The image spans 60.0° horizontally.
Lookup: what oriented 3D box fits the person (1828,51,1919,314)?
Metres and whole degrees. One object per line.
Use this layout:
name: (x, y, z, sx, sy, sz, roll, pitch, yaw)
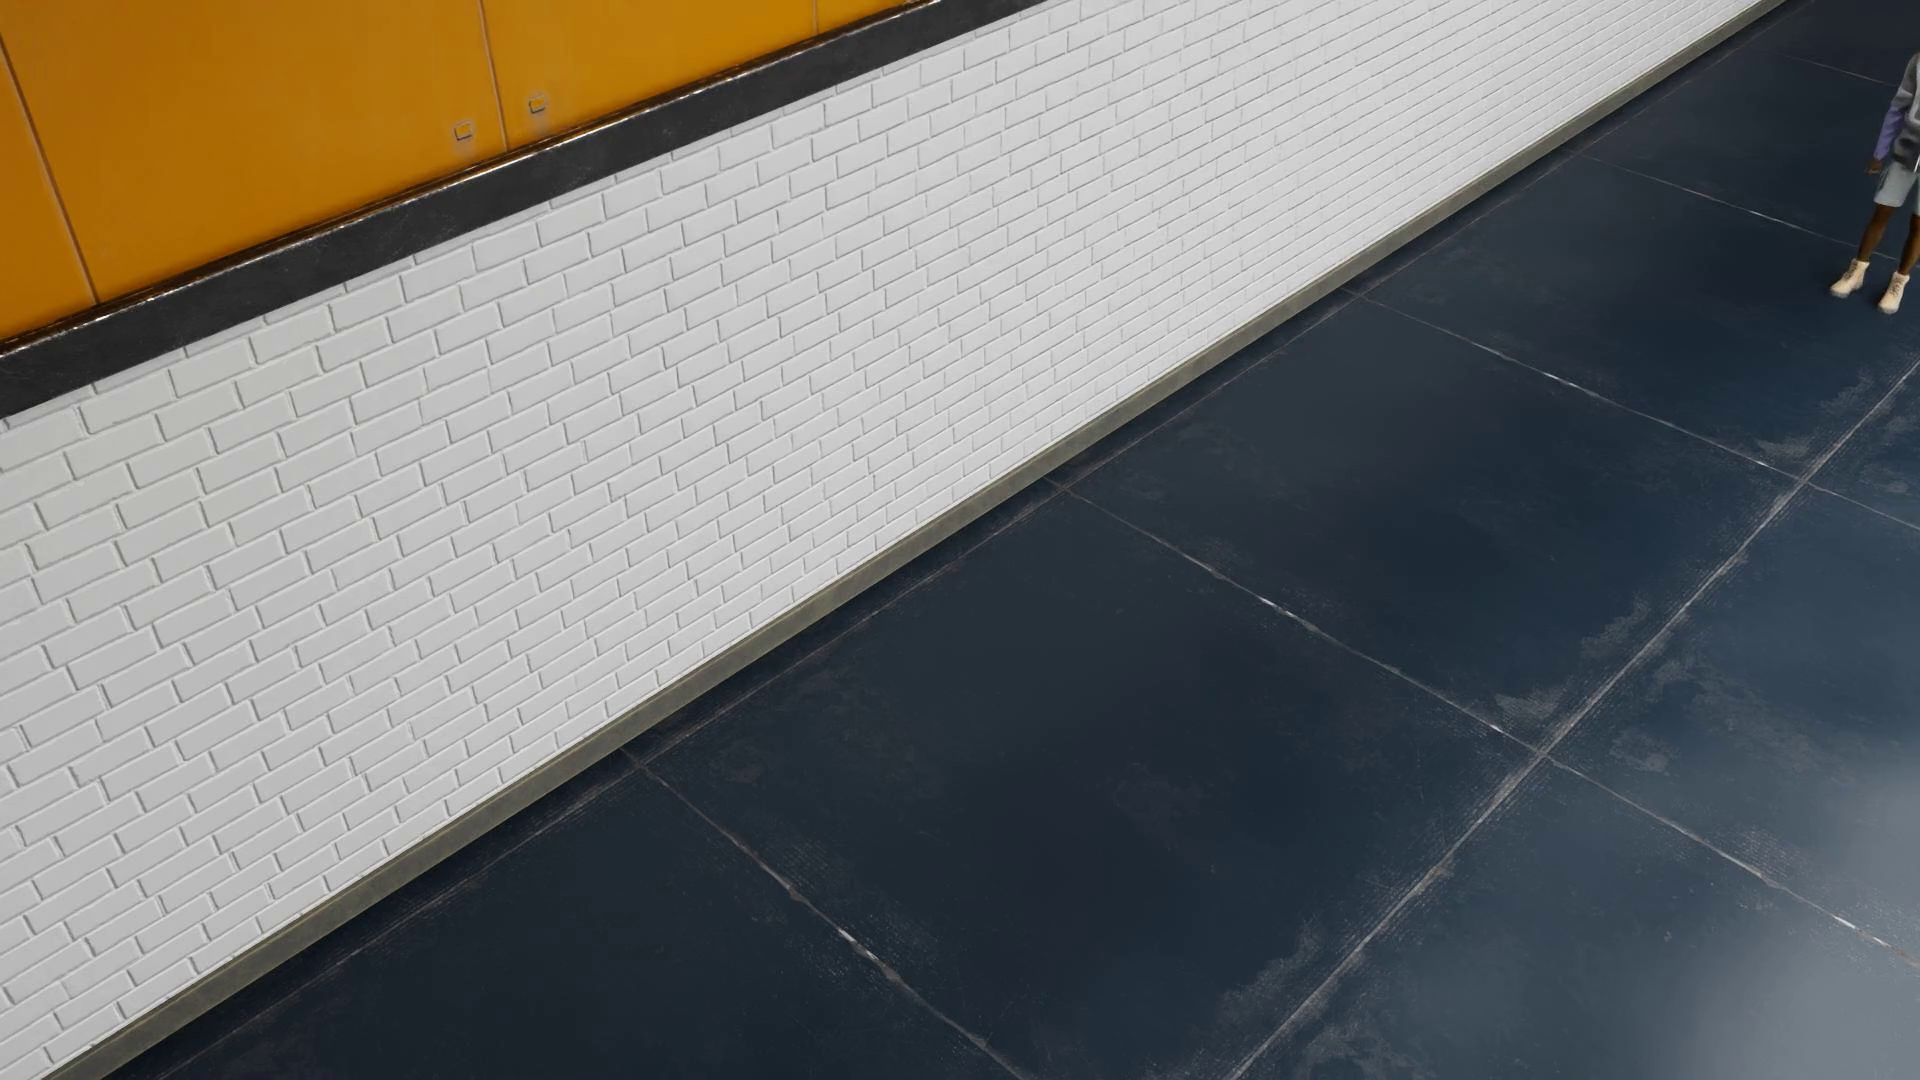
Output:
person: (6.077, -2.394, 10.495, 0.613, 2.040, 0.387, 31, 48, 33)
